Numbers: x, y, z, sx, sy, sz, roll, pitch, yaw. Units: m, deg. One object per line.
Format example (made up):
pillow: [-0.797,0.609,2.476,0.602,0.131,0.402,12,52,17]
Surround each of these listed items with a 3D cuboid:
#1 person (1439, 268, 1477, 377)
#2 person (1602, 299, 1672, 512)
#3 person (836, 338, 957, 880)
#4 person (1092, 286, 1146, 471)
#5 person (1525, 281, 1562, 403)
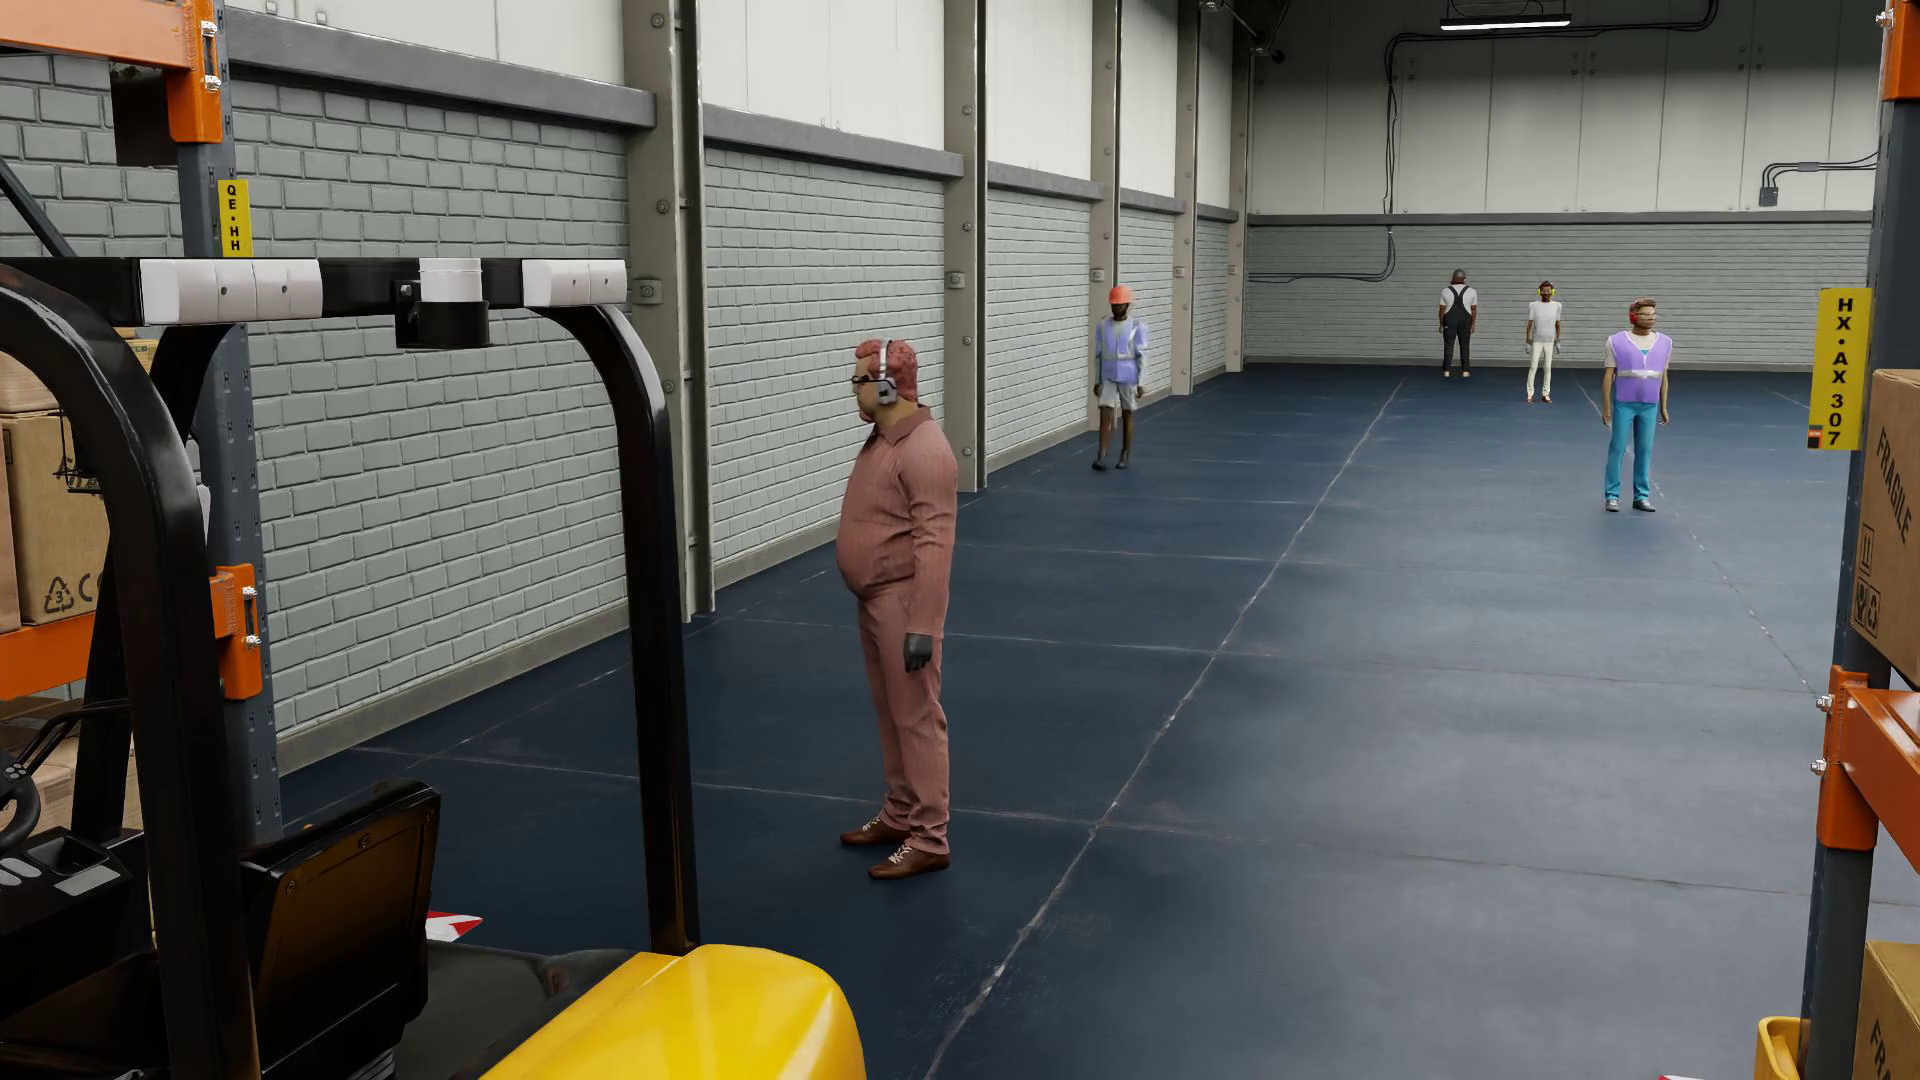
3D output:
person: [9.356,-4.094,31.321,0.684,2.000,0.536,2,10,14]
person: [5.867,-1.166,14.457,0.580,1.846,0.377,0,10,0]
person: [-0.242,0.241,5.910,0.402,1.904,0.651,-3,10,-18]
person: [1.610,-1.650,17.153,0.573,1.908,0.829,3,10,18]
person: [8.953,-3.034,25.519,0.526,1.869,0.315,2,10,9]
